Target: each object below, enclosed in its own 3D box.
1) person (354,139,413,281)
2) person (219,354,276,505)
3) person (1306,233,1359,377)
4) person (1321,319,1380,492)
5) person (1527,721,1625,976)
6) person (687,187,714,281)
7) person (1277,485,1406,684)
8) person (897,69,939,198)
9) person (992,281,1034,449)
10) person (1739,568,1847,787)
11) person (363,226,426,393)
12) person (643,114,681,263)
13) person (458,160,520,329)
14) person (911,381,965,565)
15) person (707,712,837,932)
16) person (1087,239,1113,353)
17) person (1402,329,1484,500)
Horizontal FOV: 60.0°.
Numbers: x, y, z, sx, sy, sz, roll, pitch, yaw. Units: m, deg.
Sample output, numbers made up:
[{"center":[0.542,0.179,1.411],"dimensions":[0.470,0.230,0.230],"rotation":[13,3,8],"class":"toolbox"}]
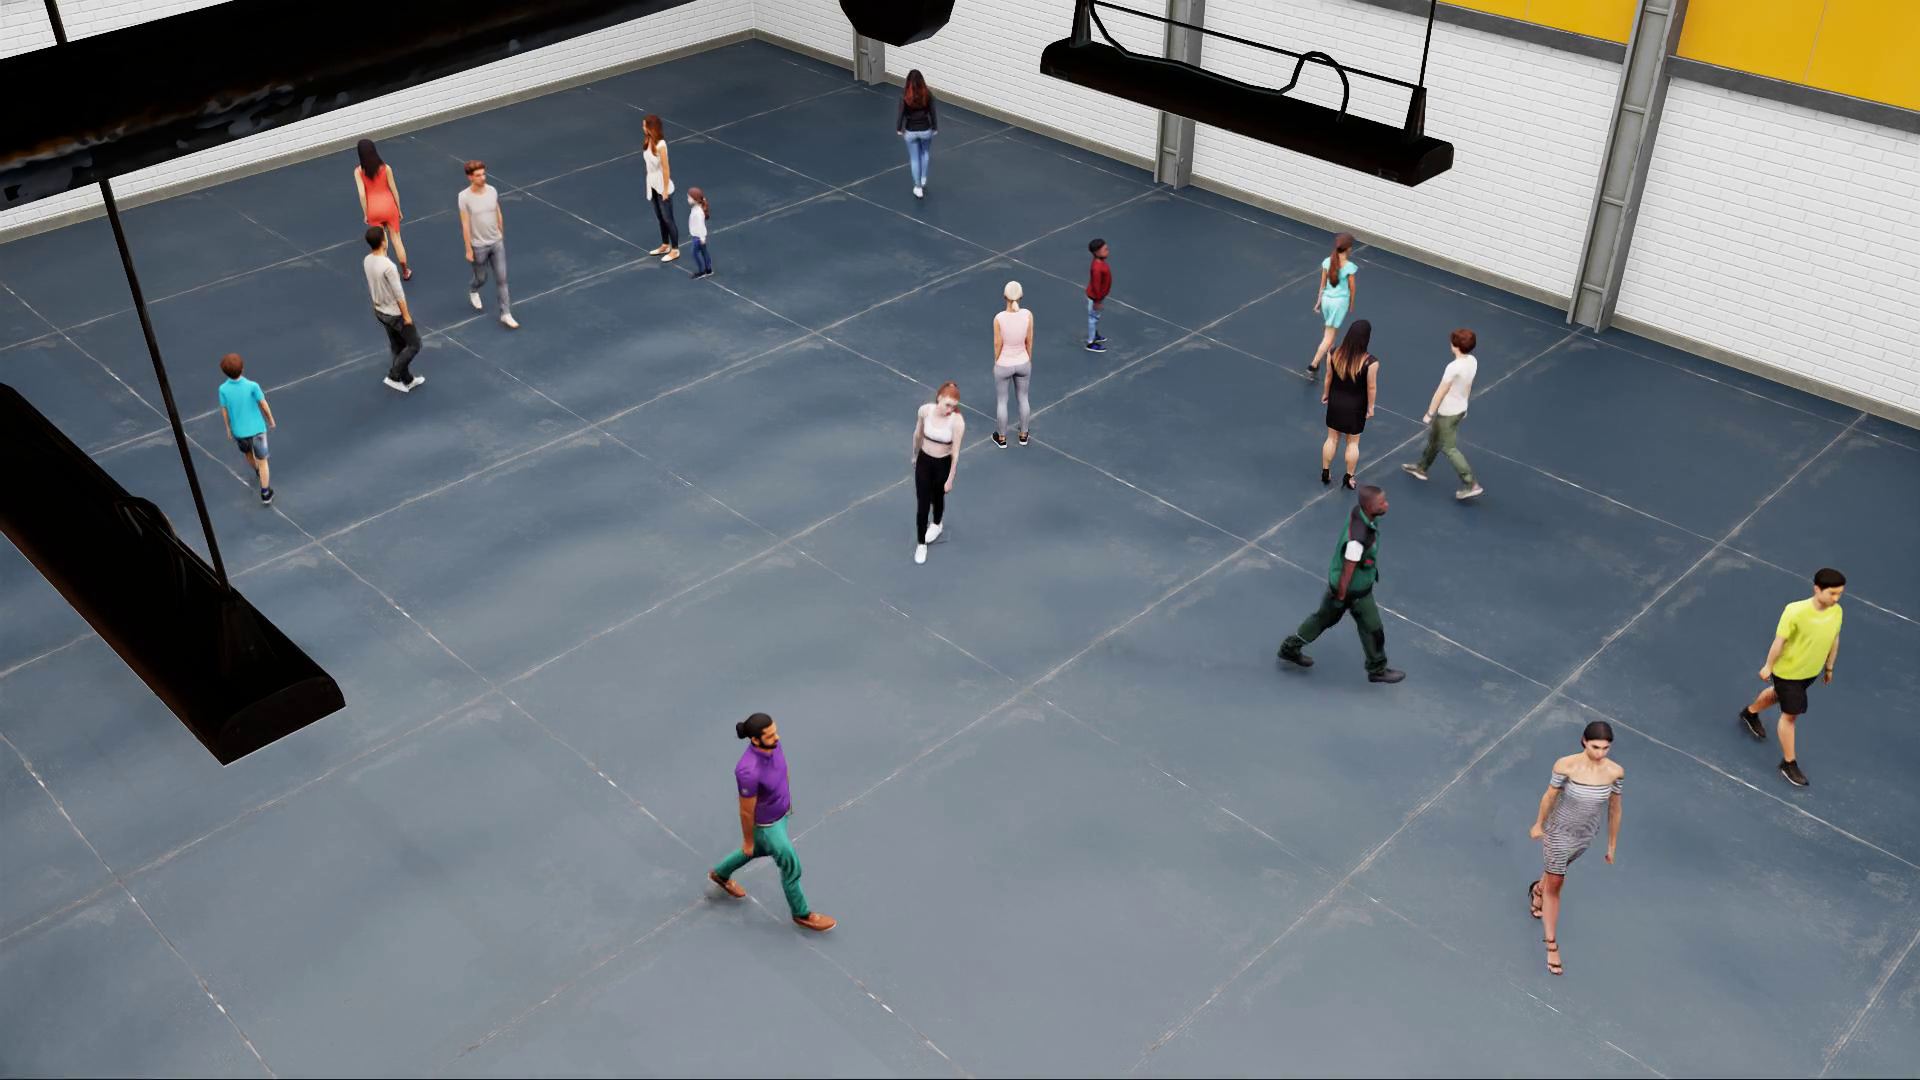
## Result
[{"center":[-6.685,-3.798,19.226],"dimensions":[0.665,1.719,0.667],"rotation":[-11,35,-16],"class":"person"},{"center":[-6.549,-1.001,15.295],"dimensions":[0.867,1.413,1.015],"rotation":[-6,34,-9],"class":"person"},{"center":[3.875,-2.422,17.331],"dimensions":[0.964,1.525,0.612],"rotation":[26,42,34],"class":"person"},{"center":[3.585,-1.244,15.387],"dimensions":[0.617,1.717,0.780],"rotation":[19,38,26],"class":"person"},{"center":[3.907,1.821,10.708],"dimensions":[1.038,1.791,1.087],"rotation":[1,34,2],"class":"person"},{"center":[-3.007,-3.613,19.506],"dimensions":[0.606,1.102,0.540],"rotation":[-7,34,-11],"class":"person"},{"center":[2.950,0.339,12.941],"dimensions":[1.327,1.788,1.136],"rotation":[6,34,9],"class":"person"},{"center":[-0.523,-5.234,21.483],"dimensions":[0.905,1.613,1.011],"rotation":[-8,34,-12],"class":"person"},{"center":[0.509,-1.693,16.054],"dimensions":[0.640,1.726,0.672],"rotation":[-7,34,-10],"class":"person"},{"center":[6.109,0.884,12.234],"dimensions":[0.979,1.663,1.182],"rotation":[-9,35,-13],"class":"person"},{"center":[-5.821,-2.292,16.884],"dimensions":[0.714,1.804,0.794],"rotation":[22,40,30],"class":"person"},{"center":[-3.547,-4.199,19.770],"dimensions":[0.671,1.785,0.506],"rotation":[-22,39,-29],"class":"person"},{"center":[-5.273,-3.285,18.314],"dimensions":[0.716,1.874,1.105],"rotation":[-26,41,-33],"class":"person"},{"center":[-0.205,-0.663,14.528],"dimensions":[0.968,1.699,0.976],"rotation":[15,36,21],"class":"person"},{"center":[-1.337,1.804,10.789],"dimensions":[1.261,1.730,1.032],"rotation":[8,34,12],"class":"person"},{"center":[1.467,-2.659,17.933],"dimensions":[0.629,1.253,0.584],"rotation":[3,34,5],"class":"person"},{"center":[4.577,-1.130,15.299],"dimensions":[1.093,1.624,0.586],"rotation":[28,42,35],"class":"person"}]
